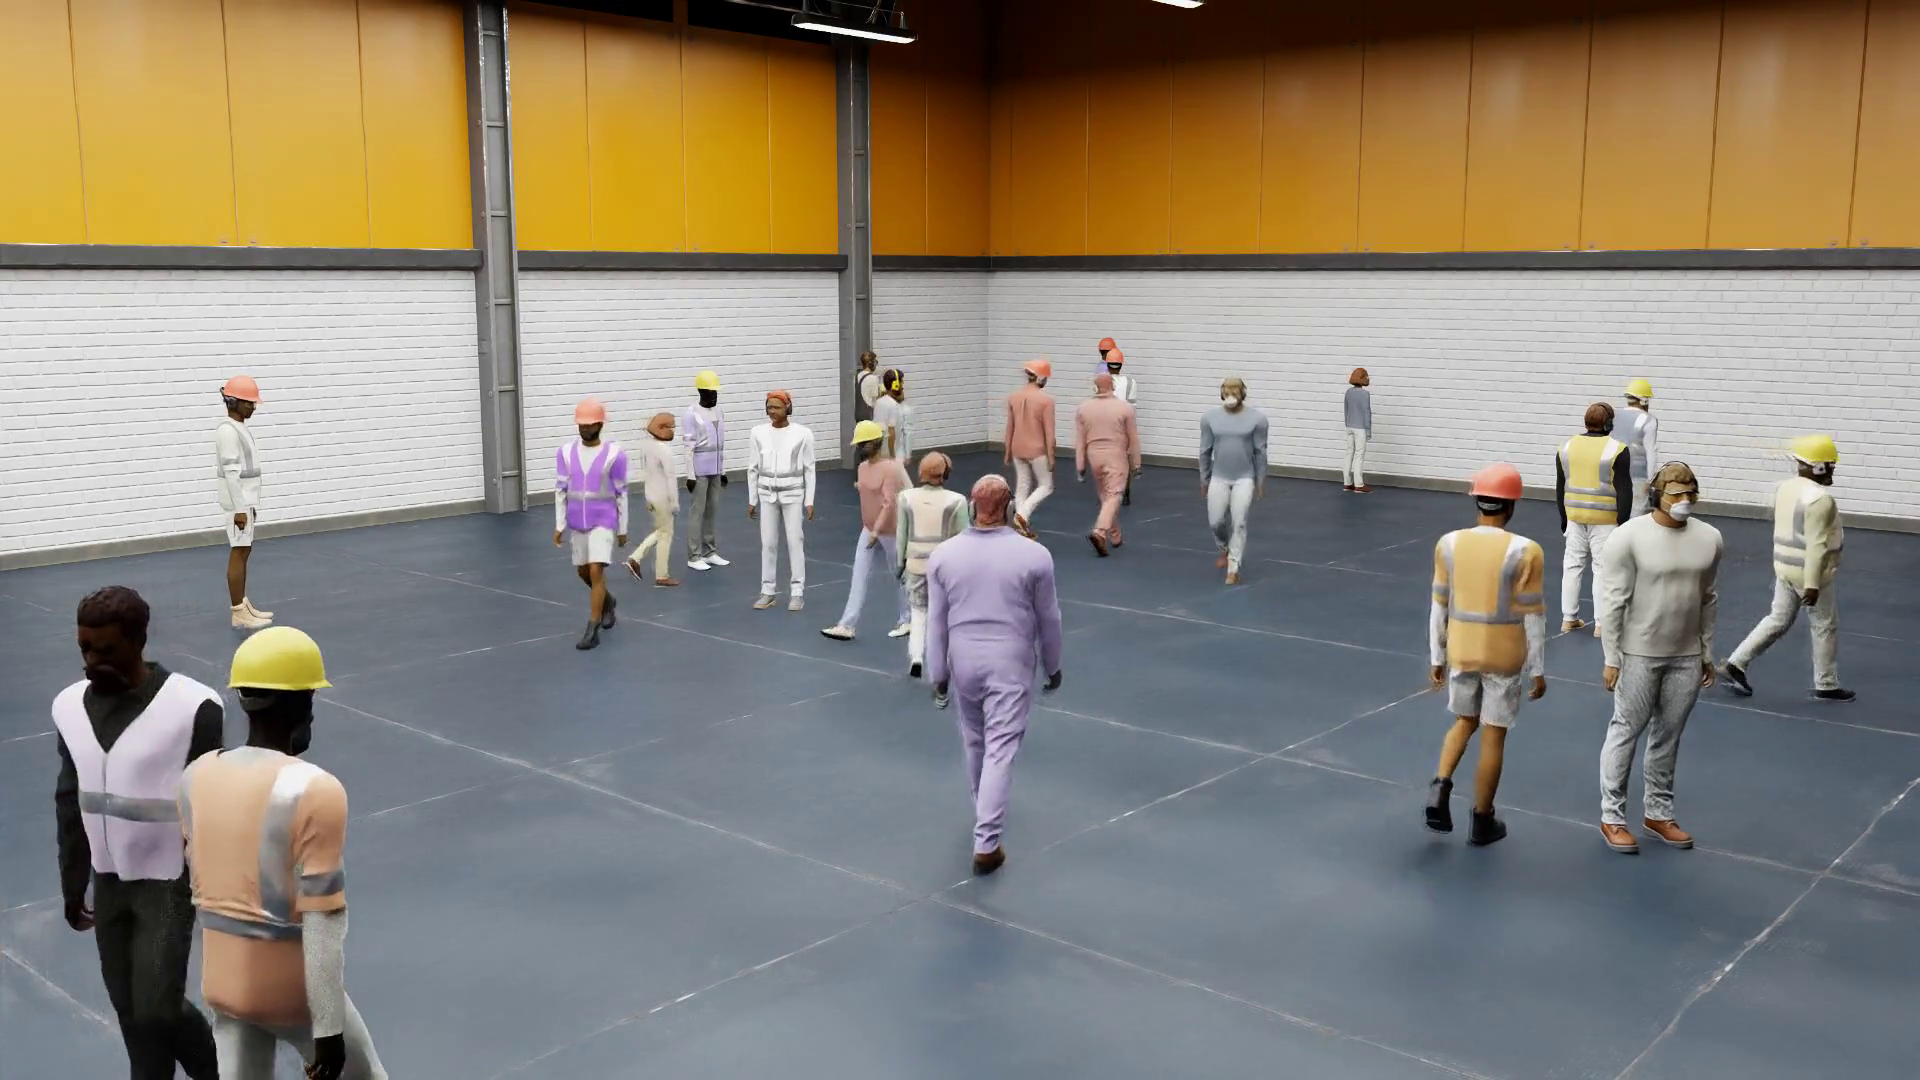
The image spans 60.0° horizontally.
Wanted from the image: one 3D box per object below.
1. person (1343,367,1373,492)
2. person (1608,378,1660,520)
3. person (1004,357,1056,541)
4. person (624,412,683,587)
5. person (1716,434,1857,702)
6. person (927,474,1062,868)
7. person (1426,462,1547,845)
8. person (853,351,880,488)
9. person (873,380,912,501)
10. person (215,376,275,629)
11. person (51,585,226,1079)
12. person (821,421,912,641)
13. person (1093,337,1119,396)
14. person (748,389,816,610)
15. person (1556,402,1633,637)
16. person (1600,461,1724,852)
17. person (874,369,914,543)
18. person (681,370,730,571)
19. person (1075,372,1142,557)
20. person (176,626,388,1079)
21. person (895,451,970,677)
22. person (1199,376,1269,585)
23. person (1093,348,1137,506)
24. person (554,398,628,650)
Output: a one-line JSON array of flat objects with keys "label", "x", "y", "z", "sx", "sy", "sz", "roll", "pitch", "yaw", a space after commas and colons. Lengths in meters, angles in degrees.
[{"label": "person", "x": 5.214, "y": -1.441, "z": 21.770, "sx": 0.280, "sy": 1.636, "sz": 0.500, "roll": -4, "pitch": 10, "yaw": -23}, {"label": "person", "x": 6.624, "y": -0.676, "z": 16.360, "sx": 0.403, "sy": 1.830, "sz": 0.598, "roll": -5, "pitch": 10, "yaw": -27}, {"label": "person", "x": 0.723, "y": -0.929, "z": 17.497, "sx": 0.689, "sy": 1.971, "sz": 0.560, "roll": 8, "pitch": 12, "yaw": 42}, {"label": "person", "x": -2.755, "y": -0.352, "z": 15.039, "sx": 0.438, "sy": 1.614, "sz": 0.505, "roll": -6, "pitch": 11, "yaw": -32}, {"label": "person", "x": 5.530, "y": 0.189, "z": 11.023, "sx": 0.859, "sy": 1.802, "sz": 0.601, "roll": 0, "pitch": 9, "yaw": 0}, {"label": "person", "x": 0.178, "y": 0.612, "z": 8.185, "sx": 0.636, "sy": 1.859, "sz": 1.011, "roll": 3, "pitch": 10, "yaw": 19}, {"label": "person", "x": 2.597, "y": 0.577, "z": 8.217, "sx": 0.563, "sy": 1.923, "sz": 0.481, "roll": 9, "pitch": 13, "yaw": 43}, {"label": "person", "x": -1.228, "y": -1.586, "z": 22.079, "sx": 0.341, "sy": 1.839, "sz": 0.501, "roll": -6, "pitch": 11, "yaw": -35}, {"label": "person", "x": -0.738, "y": -0.983, "z": 18.641, "sx": 0.489, "sy": 1.718, "sz": 0.608, "roll": 5, "pitch": 10, "yaw": 26}, {"label": "person", "x": -5.752, "y": -0.301, "z": 13.376, "sx": 0.391, "sy": 2.033, "sz": 0.605, "roll": -3, "pitch": 9, "yaw": -17}, {"label": "person", "x": -2.560, "y": 1.065, "z": 5.212, "sx": 0.624, "sy": 1.898, "sz": 0.445, "roll": 3, "pitch": 9, "yaw": 16}, {"label": "person", "x": -0.687, "y": -0.056, "z": 12.812, "sx": 0.899, "sy": 1.710, "sz": 0.516, "roll": -8, "pitch": 12, "yaw": -42}, {"label": "person", "x": 2.108, "y": -1.965, "z": 24.115, "sx": 0.372, "sy": 1.939, "sz": 0.544, "roll": 1, "pitch": 9, "yaw": 3}, {"label": "person", "x": -1.513, "y": -0.339, "z": 14.078, "sx": 0.584, "sy": 1.882, "sz": 0.337, "roll": 2, "pitch": 9, "yaw": 11}, {"label": "person", "x": 4.999, "y": -0.162, "z": 13.091, "sx": 0.429, "sy": 1.846, "sz": 0.625, "roll": -7, "pitch": 12, "yaw": -38}, {"label": "person", "x": 3.444, "y": 0.570, "z": 8.198, "sx": 0.631, "sy": 1.938, "sz": 0.362, "roll": -2, "pitch": 9, "yaw": -12}, {"label": "person", "x": -0.695, "y": -0.872, "z": 17.539, "sx": 0.570, "sy": 1.843, "sz": 0.550, "roll": -4, "pitch": 10, "yaw": -25}, {"label": "person", "x": -2.436, "y": -0.678, "z": 16.070, "sx": 0.384, "sy": 1.924, "sz": 0.594, "roll": 5, "pitch": 10, "yaw": 27}, {"label": "person", "x": 1.490, "y": -0.789, "z": 17.017, "sx": 0.666, "sy": 1.860, "sz": 0.949, "roll": 5, "pitch": 10, "yaw": 30}, {"label": "person", "x": -1.781, "y": 1.172, "z": 4.569, "sx": 0.611, "sy": 1.885, "sz": 0.849, "roll": 4, "pitch": 10, "yaw": 26}, {"label": "person", "x": -0.177, "y": 0.200, "z": 11.499, "sx": 0.541, "sy": 1.626, "sz": 0.376, "roll": 2, "pitch": 9, "yaw": 14}, {"label": "person", "x": 2.525, "y": -0.561, "z": 15.366, "sx": 0.630, "sy": 1.925, "sz": 0.526, "roll": 3, "pitch": 9, "yaw": 15}, {"label": "person", "x": 1.893, "y": -1.382, "z": 20.457, "sx": 0.545, "sy": 1.939, "sz": 0.373, "roll": -1, "pitch": 9, "yaw": -4}, {"label": "person", "x": -2.824, "y": -0.157, "z": 12.888, "sx": 0.544, "sy": 1.914, "sz": 0.894, "roll": 1, "pitch": 9, "yaw": 8}]
